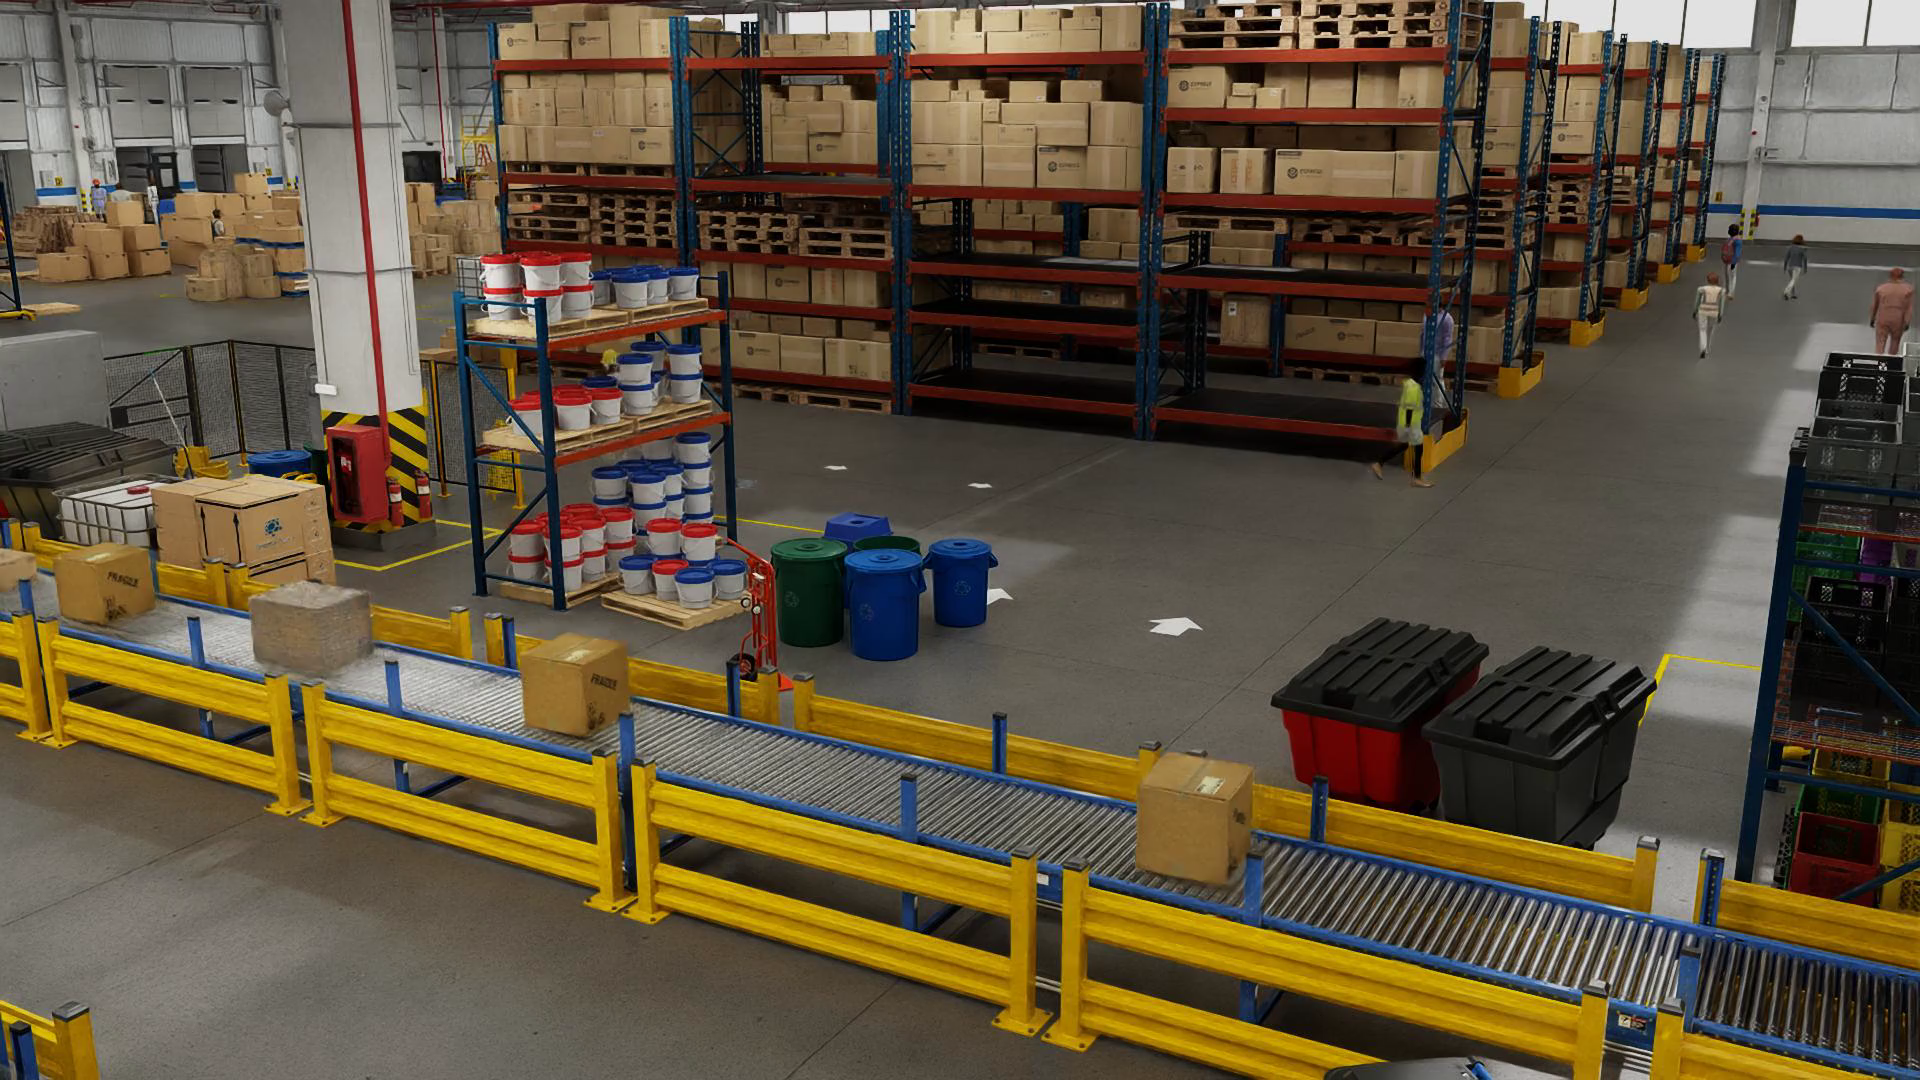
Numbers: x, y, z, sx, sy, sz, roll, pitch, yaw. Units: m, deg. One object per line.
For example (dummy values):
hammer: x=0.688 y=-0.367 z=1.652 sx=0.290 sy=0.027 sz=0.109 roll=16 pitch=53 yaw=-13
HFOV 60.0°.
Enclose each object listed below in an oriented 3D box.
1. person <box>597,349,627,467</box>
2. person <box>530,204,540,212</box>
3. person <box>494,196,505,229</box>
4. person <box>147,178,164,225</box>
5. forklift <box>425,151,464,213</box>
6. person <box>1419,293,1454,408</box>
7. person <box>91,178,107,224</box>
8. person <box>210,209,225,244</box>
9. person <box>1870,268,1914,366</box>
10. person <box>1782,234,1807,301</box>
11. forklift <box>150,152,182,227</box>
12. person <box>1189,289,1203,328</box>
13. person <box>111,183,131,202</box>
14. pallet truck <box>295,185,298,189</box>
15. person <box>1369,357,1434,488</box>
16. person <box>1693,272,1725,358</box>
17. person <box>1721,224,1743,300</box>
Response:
person: x=-4.282 y=-1.454 z=20.599 sx=0.423 sy=1.813 sz=0.612 roll=8 pitch=17 yaw=29
person: x=-11.859 y=-8.488 z=46.833 sx=0.598 sy=1.921 sz=0.636 roll=9 pitch=17 yaw=30
person: x=-14.285 y=-9.712 z=51.545 sx=0.604 sy=1.872 sz=0.970 roll=10 pitch=18 yaw=33
person: x=-30.248 y=-12.663 z=62.611 sx=0.346 sy=1.882 sz=0.578 roll=13 pitch=20 yaw=41
forklift: x=-20.276 y=-13.633 z=64.351 sx=1.873 sy=2.768 sz=1.129 roll=1 pitch=15 yaw=2
person: x=7.286 y=-2.846 z=25.603 sx=0.372 sy=1.940 sz=0.629 roll=-7 pitch=17 yaw=-26
person: x=-31.743 y=-12.349 z=61.329 sx=0.542 sy=1.937 sz=0.360 roll=-2 pitch=15 yaw=-6
person: x=-20.410 y=-8.191 z=45.876 sx=0.508 sy=1.846 sz=0.345 roll=10 pitch=18 yaw=33
person: x=16.756 y=-3.962 z=29.966 sx=0.667 sy=1.847 sz=1.005 roll=9 pitch=17 yaw=31
person: x=20.325 y=-6.645 z=40.532 sx=0.793 sy=1.606 sz=0.506 roll=-10 pitch=18 yaw=-32
forklift: x=-29.895 y=-13.215 z=62.780 sx=1.873 sy=2.768 sz=1.129 roll=8 pitch=17 yaw=28
person: x=5.028 y=-5.350 z=35.157 sx=0.518 sy=1.868 sz=0.665 roll=1 pitch=15 yaw=5
person: x=-29.682 y=-11.690 z=58.929 sx=0.655 sy=1.903 sz=0.910 roll=-8 pitch=17 yaw=-28
pallet truck: x=-26.804 y=-14.617 z=69.738 sx=1.885 sy=1.965 sz=0.823 roll=-14 pitch=20 yaw=-42
person: x=5.629 y=-1.503 z=21.077 sx=0.755 sy=1.665 sz=0.529 roll=2 pitch=15 yaw=7
person: x=14.260 y=-4.294 z=31.672 sx=0.513 sy=1.613 sz=0.785 roll=3 pitch=15 yaw=12
person: x=18.779 y=-6.772 z=40.547 sx=0.429 sy=1.845 sz=0.622 roll=2 pitch=15 yaw=7
